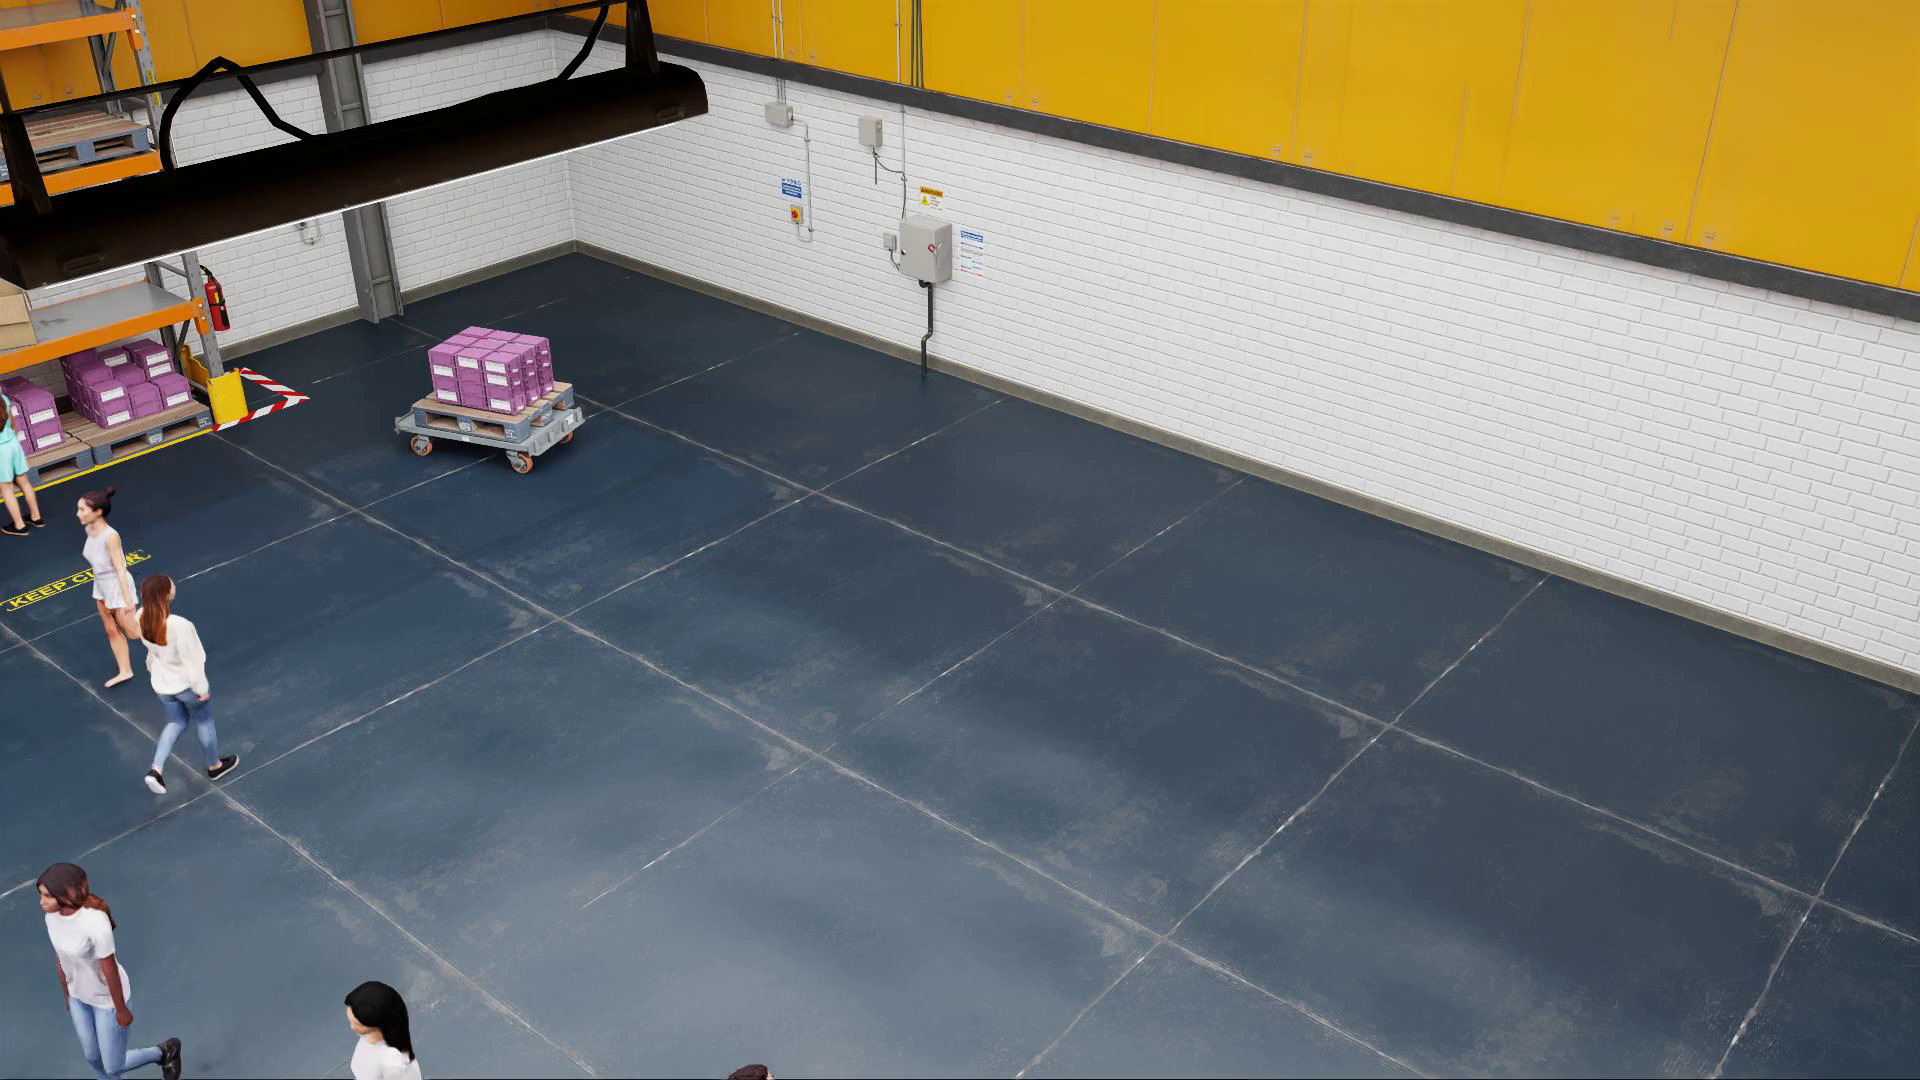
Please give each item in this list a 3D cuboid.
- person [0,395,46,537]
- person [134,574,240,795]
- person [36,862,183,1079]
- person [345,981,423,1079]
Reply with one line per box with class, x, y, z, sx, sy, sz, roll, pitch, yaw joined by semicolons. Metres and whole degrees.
person;-8.444;-0.789;14.700;0.681;1.558;0.576;9;30;16
person;-5.347;1.011;11.275;0.794;1.676;1.009;12;31;21
person;-4.464;2.370;8.749;0.722;1.709;0.845;12;31;21
person;-2.641;2.748;8.089;0.962;1.678;0.778;-18;33;-29
